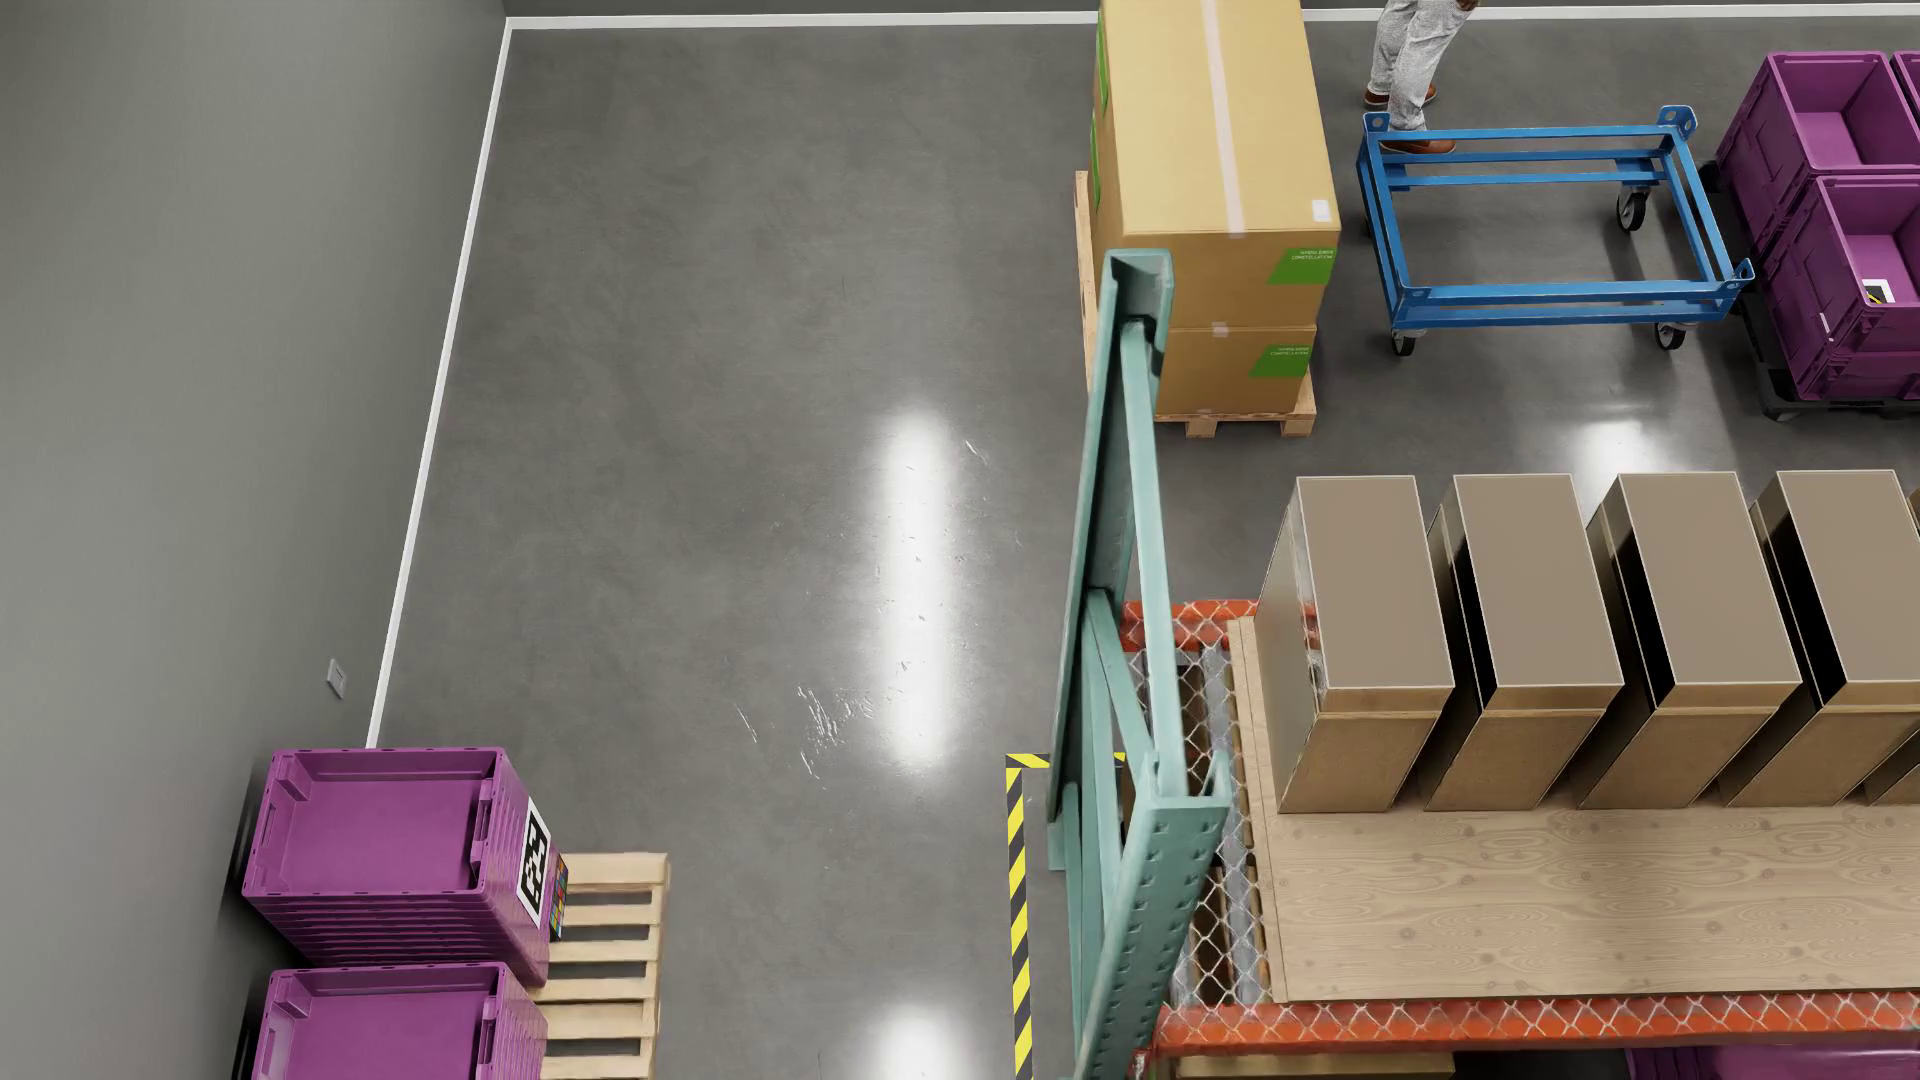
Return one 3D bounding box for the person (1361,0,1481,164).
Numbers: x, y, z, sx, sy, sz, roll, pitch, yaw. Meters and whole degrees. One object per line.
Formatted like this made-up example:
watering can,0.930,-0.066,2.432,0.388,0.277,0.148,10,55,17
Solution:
person,1.820,-2.236,6.074,0.372,1.940,0.629,-3,58,-2
